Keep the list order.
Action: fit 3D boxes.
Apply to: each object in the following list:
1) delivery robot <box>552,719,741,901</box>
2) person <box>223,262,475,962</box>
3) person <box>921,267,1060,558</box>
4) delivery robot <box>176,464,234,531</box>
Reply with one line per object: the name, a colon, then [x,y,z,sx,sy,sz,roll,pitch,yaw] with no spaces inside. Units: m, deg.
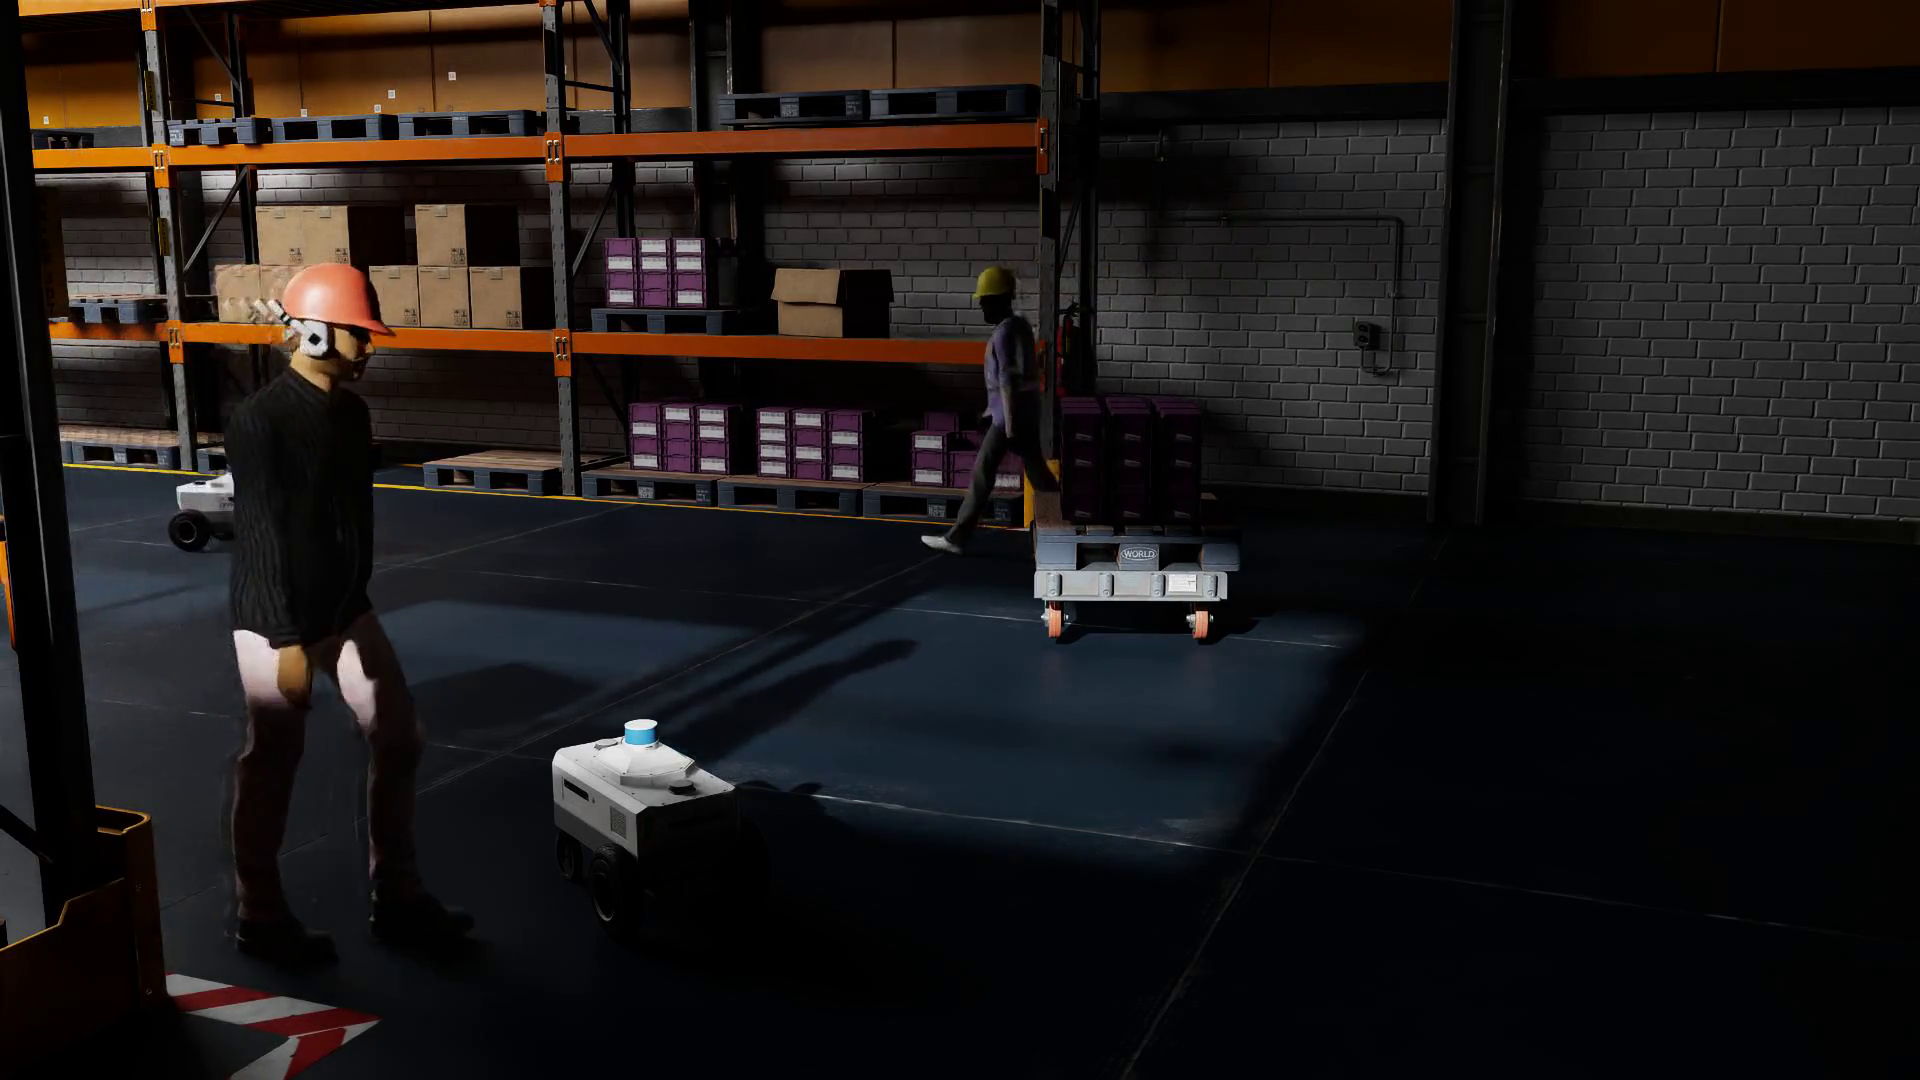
delivery robot: [-0.973,0.795,5.109,0.477,0.478,0.707,-7,13,-36]
person: [-1.724,0.227,4.611,0.800,1.953,0.652,3,11,16]
person: [0.289,-0.790,10.563,1.028,1.860,0.585,4,11,20]
delivery robot: [-4.791,-0.268,11.032,0.707,0.478,0.477,1,10,6]
